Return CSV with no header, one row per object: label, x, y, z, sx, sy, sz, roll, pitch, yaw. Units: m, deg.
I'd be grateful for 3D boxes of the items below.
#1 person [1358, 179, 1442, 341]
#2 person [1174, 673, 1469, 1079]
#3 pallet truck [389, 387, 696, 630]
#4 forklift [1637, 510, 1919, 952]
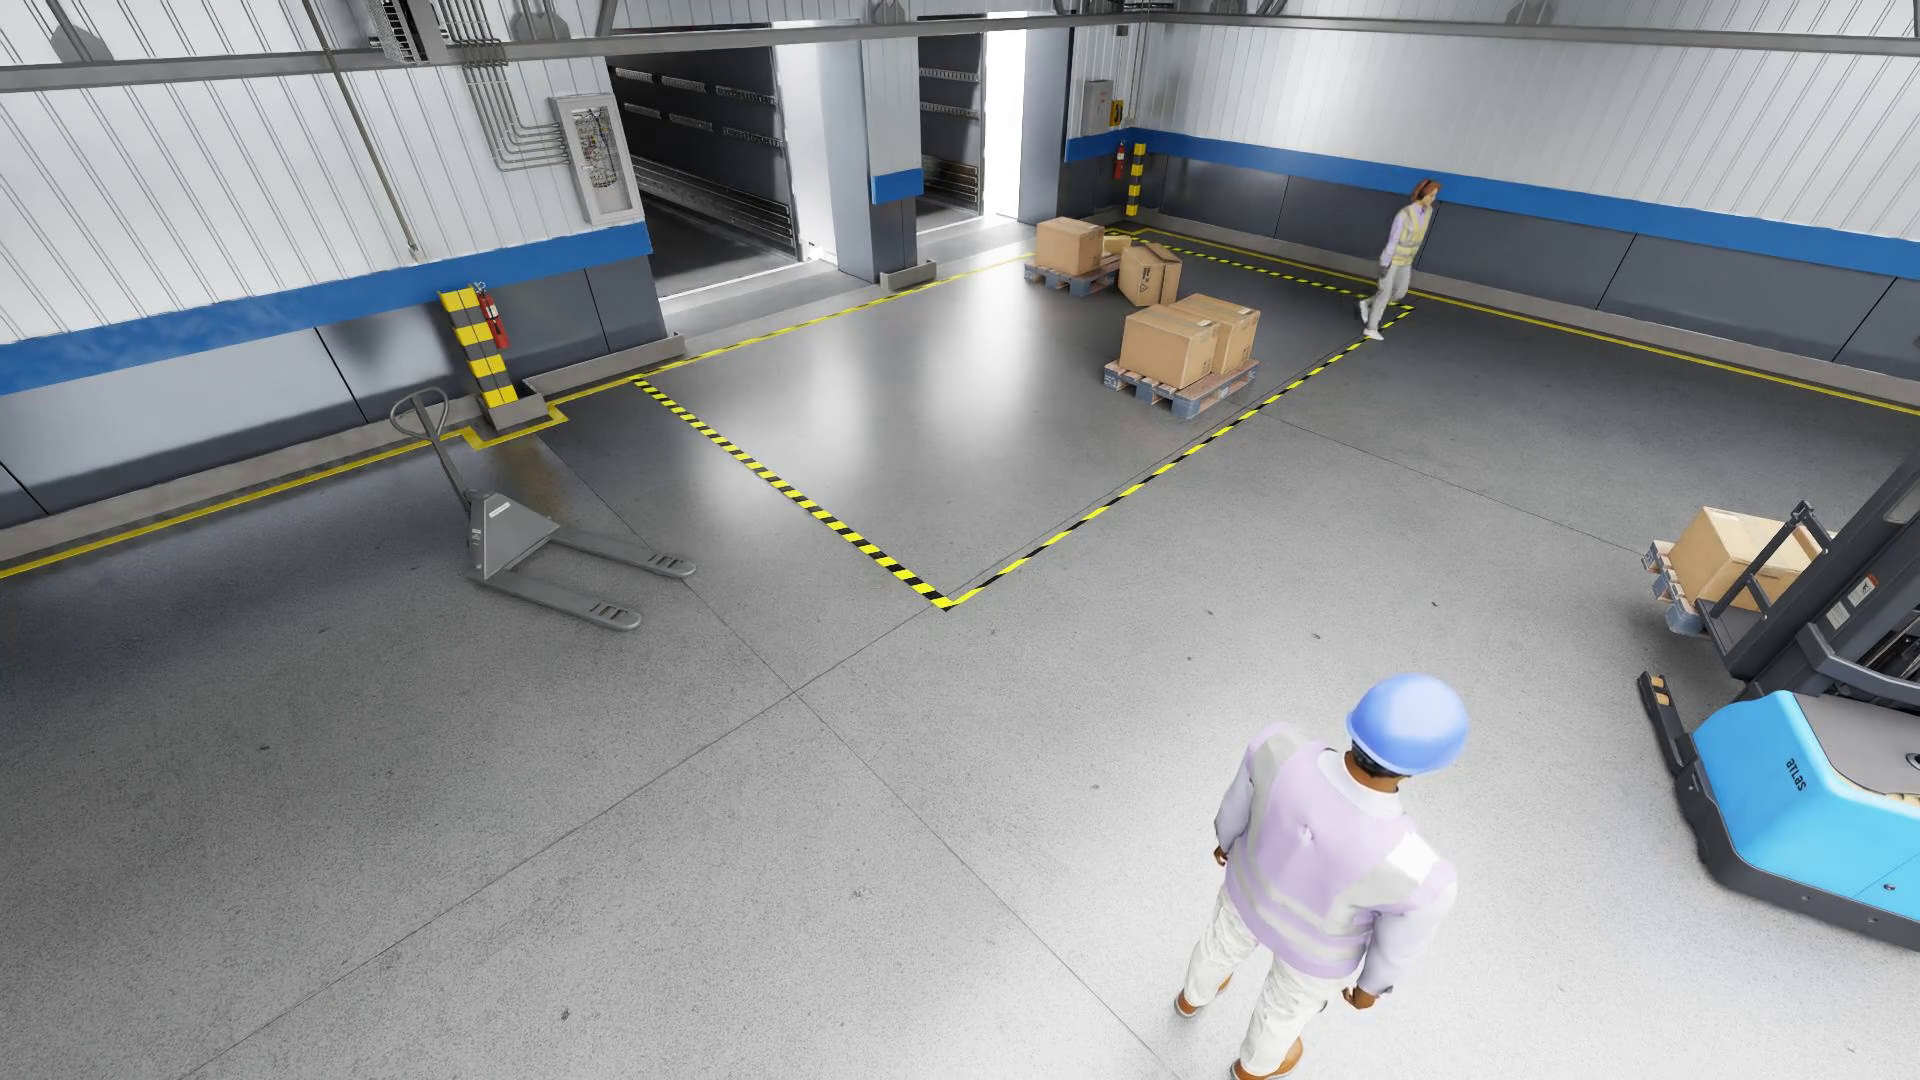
person,4.607,-2.983,7.819,0.542,1.618,0.522,-18,41,-22
person,1.040,1.113,2.253,0.392,1.945,0.617,-21,42,-25
pallet truck,-2.613,-0.247,4.593,1.601,1.201,0.680,14,40,17
forklift,3.839,0.603,2.839,0.716,2.013,0.776,16,41,20
